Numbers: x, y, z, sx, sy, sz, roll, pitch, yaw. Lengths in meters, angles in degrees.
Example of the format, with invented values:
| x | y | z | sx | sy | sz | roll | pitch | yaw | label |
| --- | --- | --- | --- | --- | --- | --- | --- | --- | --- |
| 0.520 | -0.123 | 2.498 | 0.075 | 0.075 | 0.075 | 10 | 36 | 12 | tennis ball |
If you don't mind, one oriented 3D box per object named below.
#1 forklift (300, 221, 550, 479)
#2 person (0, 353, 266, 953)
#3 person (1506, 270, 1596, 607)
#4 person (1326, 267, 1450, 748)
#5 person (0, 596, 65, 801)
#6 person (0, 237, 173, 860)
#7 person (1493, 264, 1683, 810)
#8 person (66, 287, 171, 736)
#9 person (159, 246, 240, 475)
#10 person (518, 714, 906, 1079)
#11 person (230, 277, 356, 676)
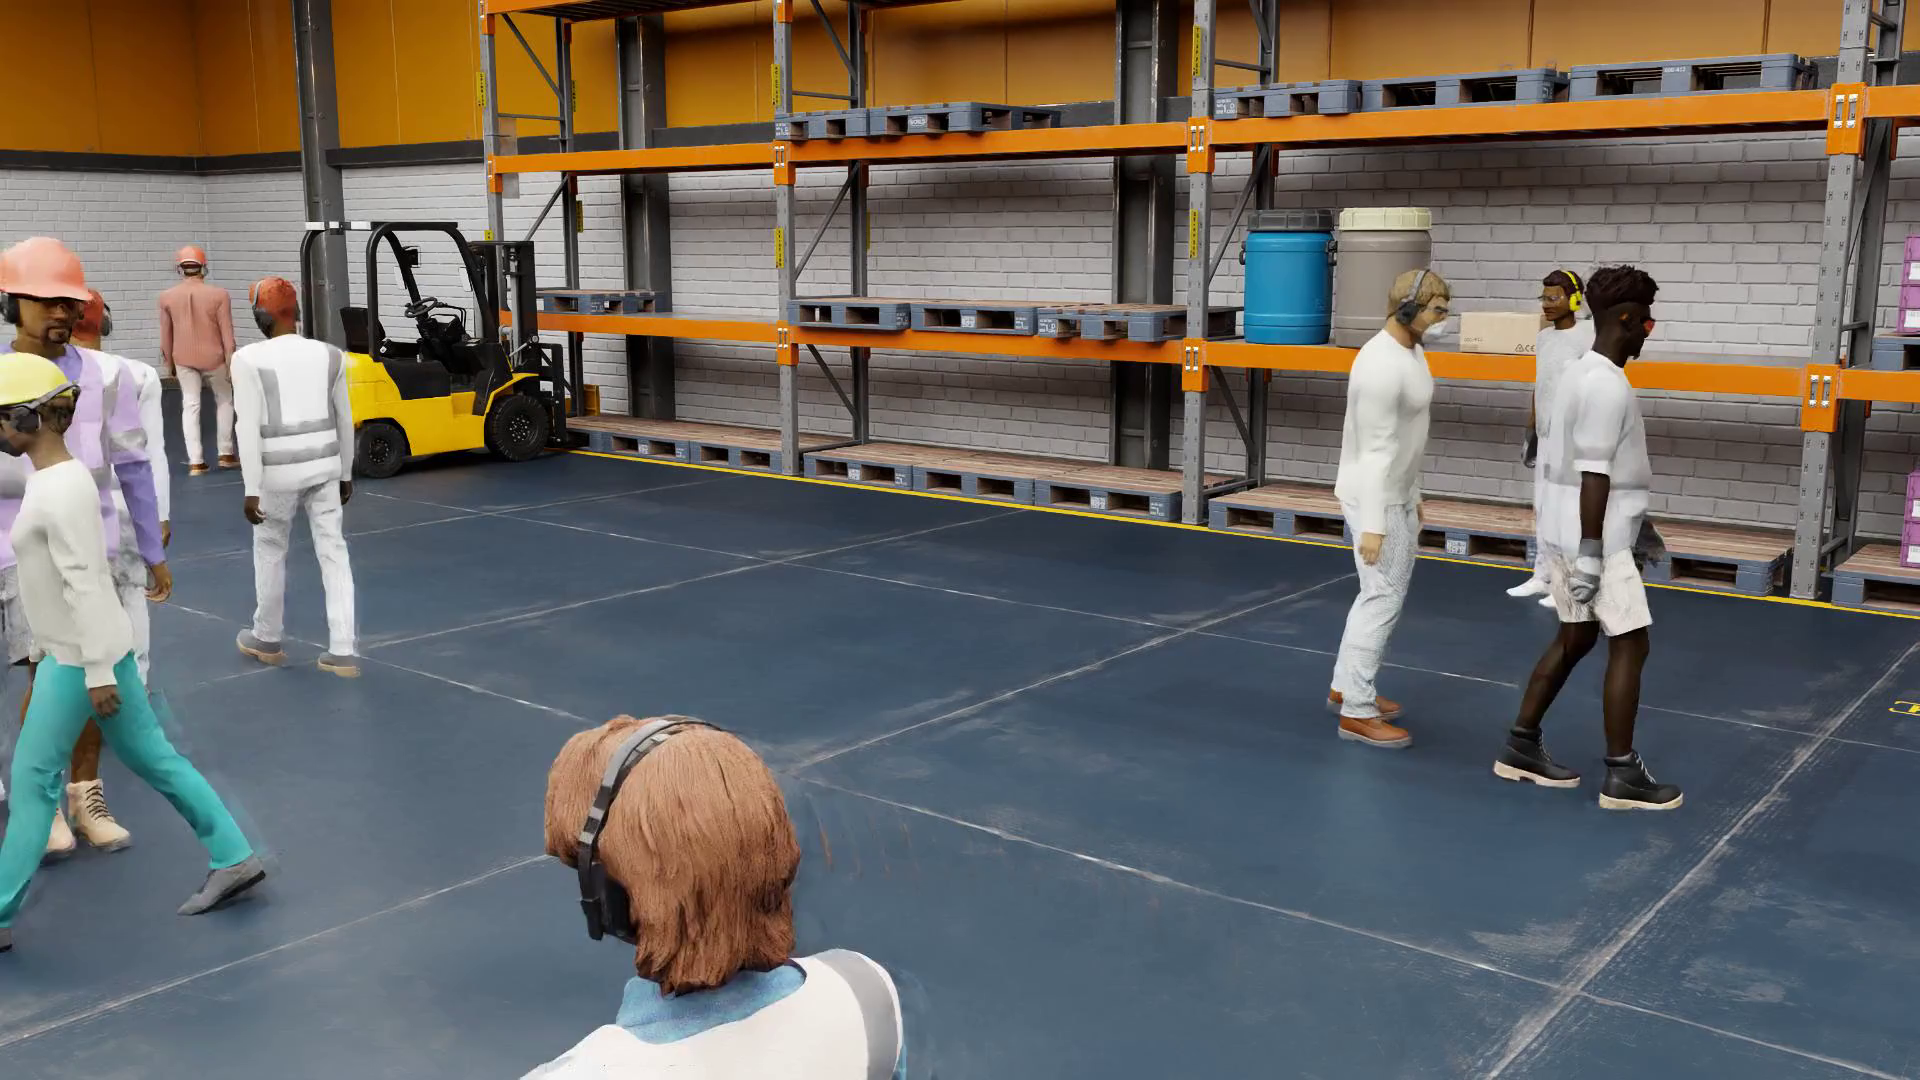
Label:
| x | y | z | sx | sy | sz | roll | pitch | yaw | label |
| --- | --- | --- | --- | --- | --- | --- | --- | --- | --- |
| -4.922 | -1.741 | 14.854 | 1.214 | 2.155 | 2.313 | 8 | 13 | 38 | forklift |
| -2.539 | 0.316 | 4.813 | 0.938 | 1.714 | 0.536 | -5 | 11 | -27 | person |
| 3.326 | -0.560 | 9.251 | 0.320 | 1.861 | 0.515 | -3 | 11 | -18 | person |
| 1.678 | -0.130 | 6.696 | 0.483 | 1.915 | 0.667 | 5 | 11 | 24 | person |
| -3.412 | 0.149 | 6.001 | 0.510 | 1.598 | 0.786 | -3 | 11 | -19 | person |
| -2.906 | 0.042 | 5.421 | 0.448 | 2.027 | 0.623 | 7 | 12 | 34 | person |
| 2.301 | -0.024 | 6.048 | 0.639 | 1.932 | 0.628 | 2 | 10 | 10 | person |
| -3.591 | -0.131 | 6.913 | 0.577 | 1.857 | 0.882 | -6 | 12 | -31 | person |
| -6.624 | -1.572 | 14.548 | 0.638 | 1.961 | 0.757 | -1 | 10 | -7 | person |
| -0.223 | 0.948 | 1.622 | 0.534 | 1.593 | 0.870 | -10 | 14 | -44 | person |
| -3.170 | -0.303 | 7.842 | 0.909 | 1.842 | 0.615 | 9 | 13 | 40 | person |
